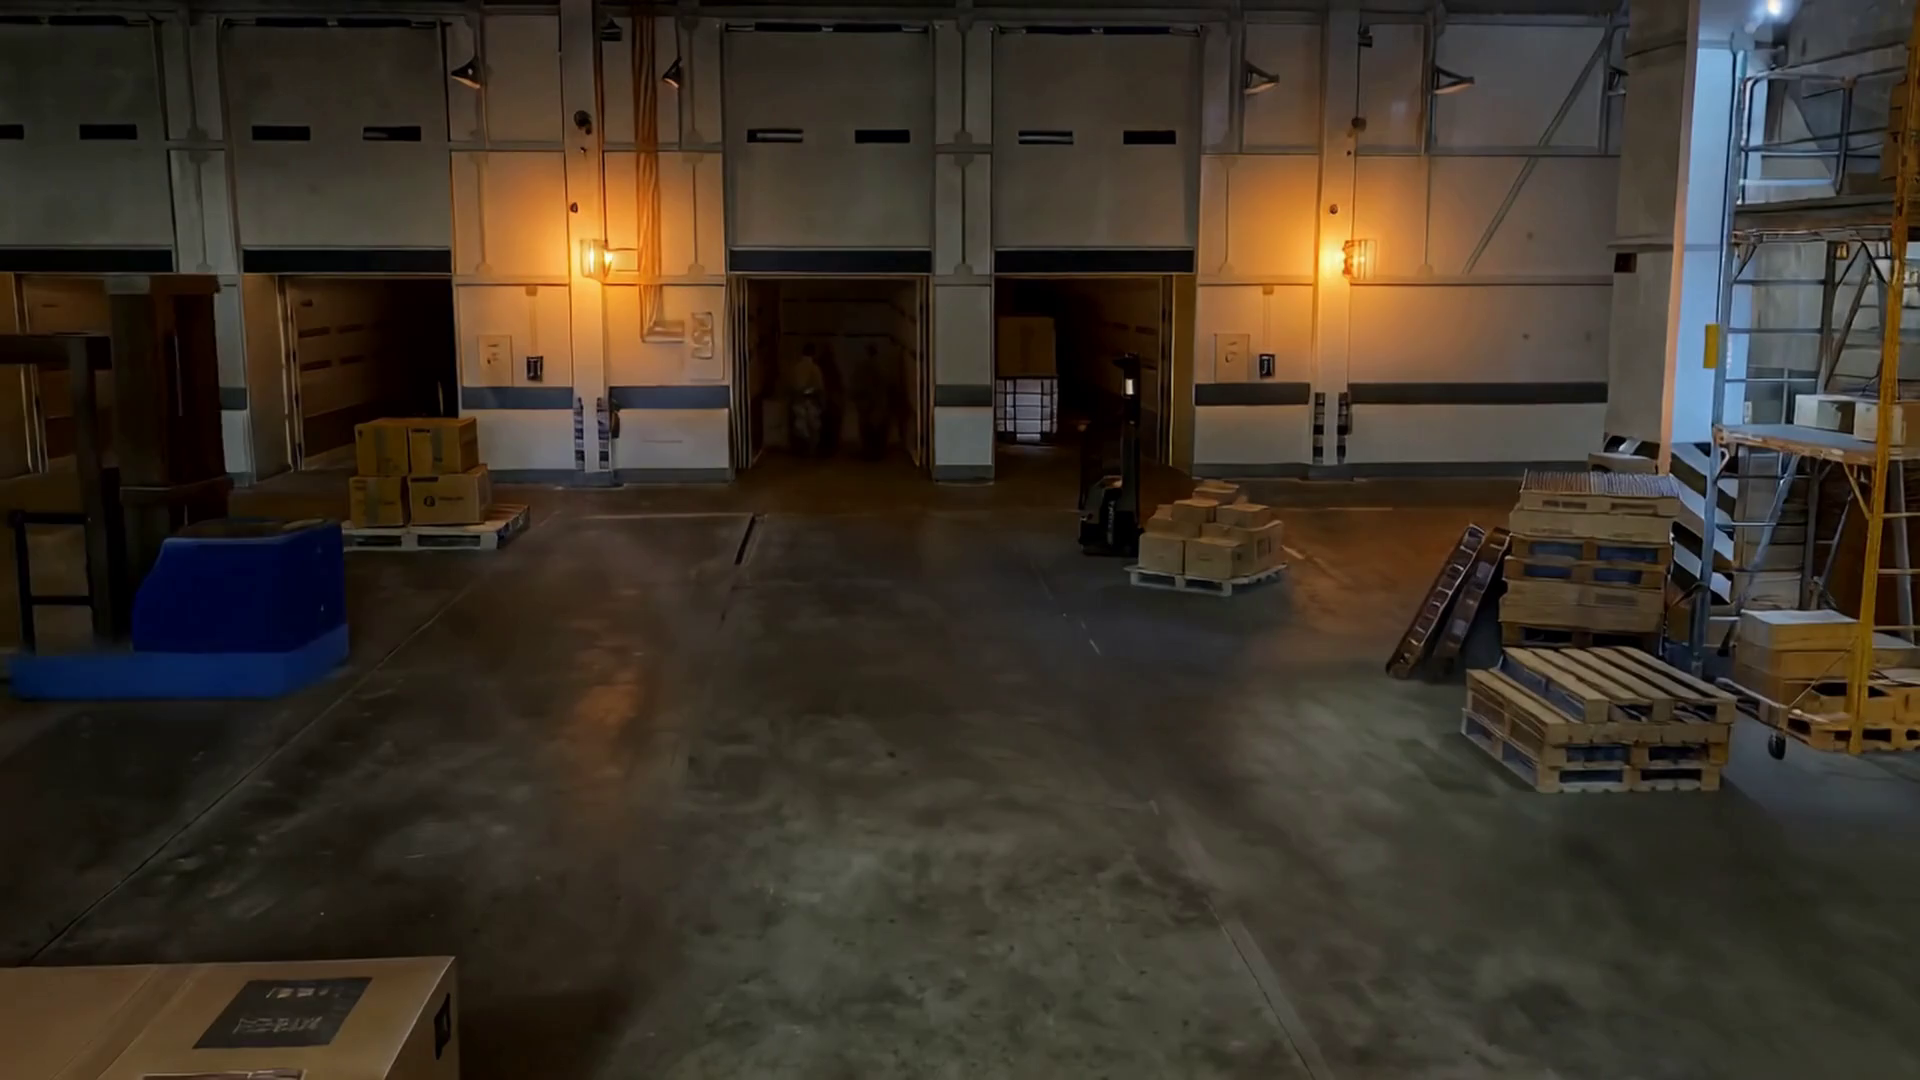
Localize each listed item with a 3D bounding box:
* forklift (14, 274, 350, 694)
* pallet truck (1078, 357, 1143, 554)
[{"bbox_3d":[-5.363,-0.425,11.419,1.873,2.768,1.129,0,9,3],"label":"forklift"},{"bbox_3d":[2.088,-0.836,16.757,1.885,1.965,0.823,2,9,13],"label":"pallet truck"}]
